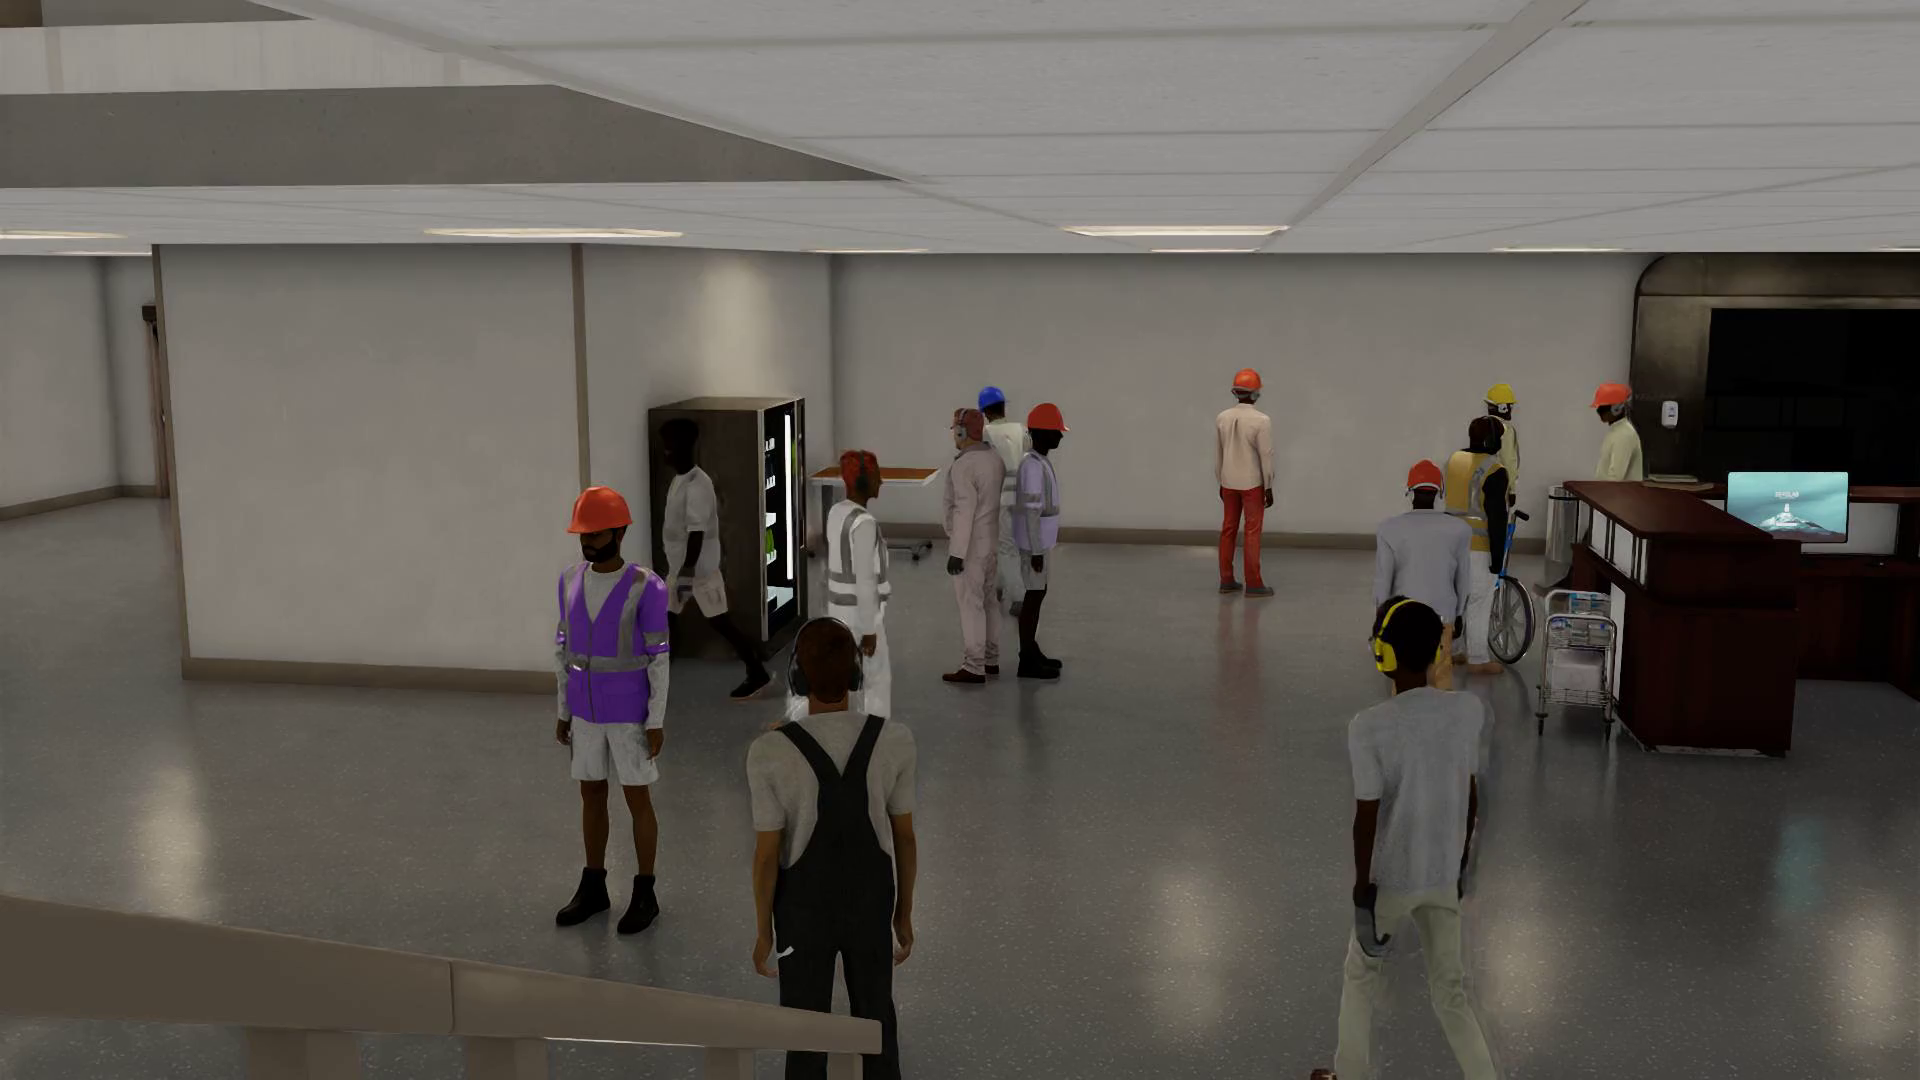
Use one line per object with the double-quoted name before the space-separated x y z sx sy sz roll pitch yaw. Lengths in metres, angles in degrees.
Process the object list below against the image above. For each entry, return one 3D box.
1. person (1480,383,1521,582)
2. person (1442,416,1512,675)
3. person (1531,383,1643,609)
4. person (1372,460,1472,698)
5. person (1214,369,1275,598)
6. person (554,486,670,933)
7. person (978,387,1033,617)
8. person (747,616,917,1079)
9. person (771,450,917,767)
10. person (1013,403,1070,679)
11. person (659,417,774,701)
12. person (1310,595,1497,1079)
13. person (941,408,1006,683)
"person" 4.859 -0.502 15.079 0.404 1.833 0.590 -3 10 -17
"person" 3.653 0.038 11.759 0.429 1.837 0.626 -3 10 -20
"person" 5.316 -0.324 13.670 1.058 1.925 0.628 2 9 13
"person" 2.684 0.405 9.721 0.564 1.752 0.338 0 9 1
"person" 2.490 -0.493 14.518 0.375 1.997 0.611 -8 12 -42
"person" -1.514 0.728 7.168 0.543 1.939 0.360 3 10 20
"person" 0.352 -0.336 13.916 0.665 1.872 0.988 -4 10 -25
"person" -0.378 1.133 4.953 0.508 1.845 0.345 -3 10 -18
"person" -0.642 0.423 9.295 0.752 1.863 0.583 -3 10 -21
"person" 0.571 0.005 11.670 0.383 1.931 0.546 1 9 9
"person" -1.733 0.147 10.861 1.062 1.921 0.625 -5 10 -26
"person" 1.473 1.091 5.277 0.528 1.834 0.927 -2 10 -15
"person" 0.069 0.035 11.550 0.402 1.904 0.651 4 10 24
